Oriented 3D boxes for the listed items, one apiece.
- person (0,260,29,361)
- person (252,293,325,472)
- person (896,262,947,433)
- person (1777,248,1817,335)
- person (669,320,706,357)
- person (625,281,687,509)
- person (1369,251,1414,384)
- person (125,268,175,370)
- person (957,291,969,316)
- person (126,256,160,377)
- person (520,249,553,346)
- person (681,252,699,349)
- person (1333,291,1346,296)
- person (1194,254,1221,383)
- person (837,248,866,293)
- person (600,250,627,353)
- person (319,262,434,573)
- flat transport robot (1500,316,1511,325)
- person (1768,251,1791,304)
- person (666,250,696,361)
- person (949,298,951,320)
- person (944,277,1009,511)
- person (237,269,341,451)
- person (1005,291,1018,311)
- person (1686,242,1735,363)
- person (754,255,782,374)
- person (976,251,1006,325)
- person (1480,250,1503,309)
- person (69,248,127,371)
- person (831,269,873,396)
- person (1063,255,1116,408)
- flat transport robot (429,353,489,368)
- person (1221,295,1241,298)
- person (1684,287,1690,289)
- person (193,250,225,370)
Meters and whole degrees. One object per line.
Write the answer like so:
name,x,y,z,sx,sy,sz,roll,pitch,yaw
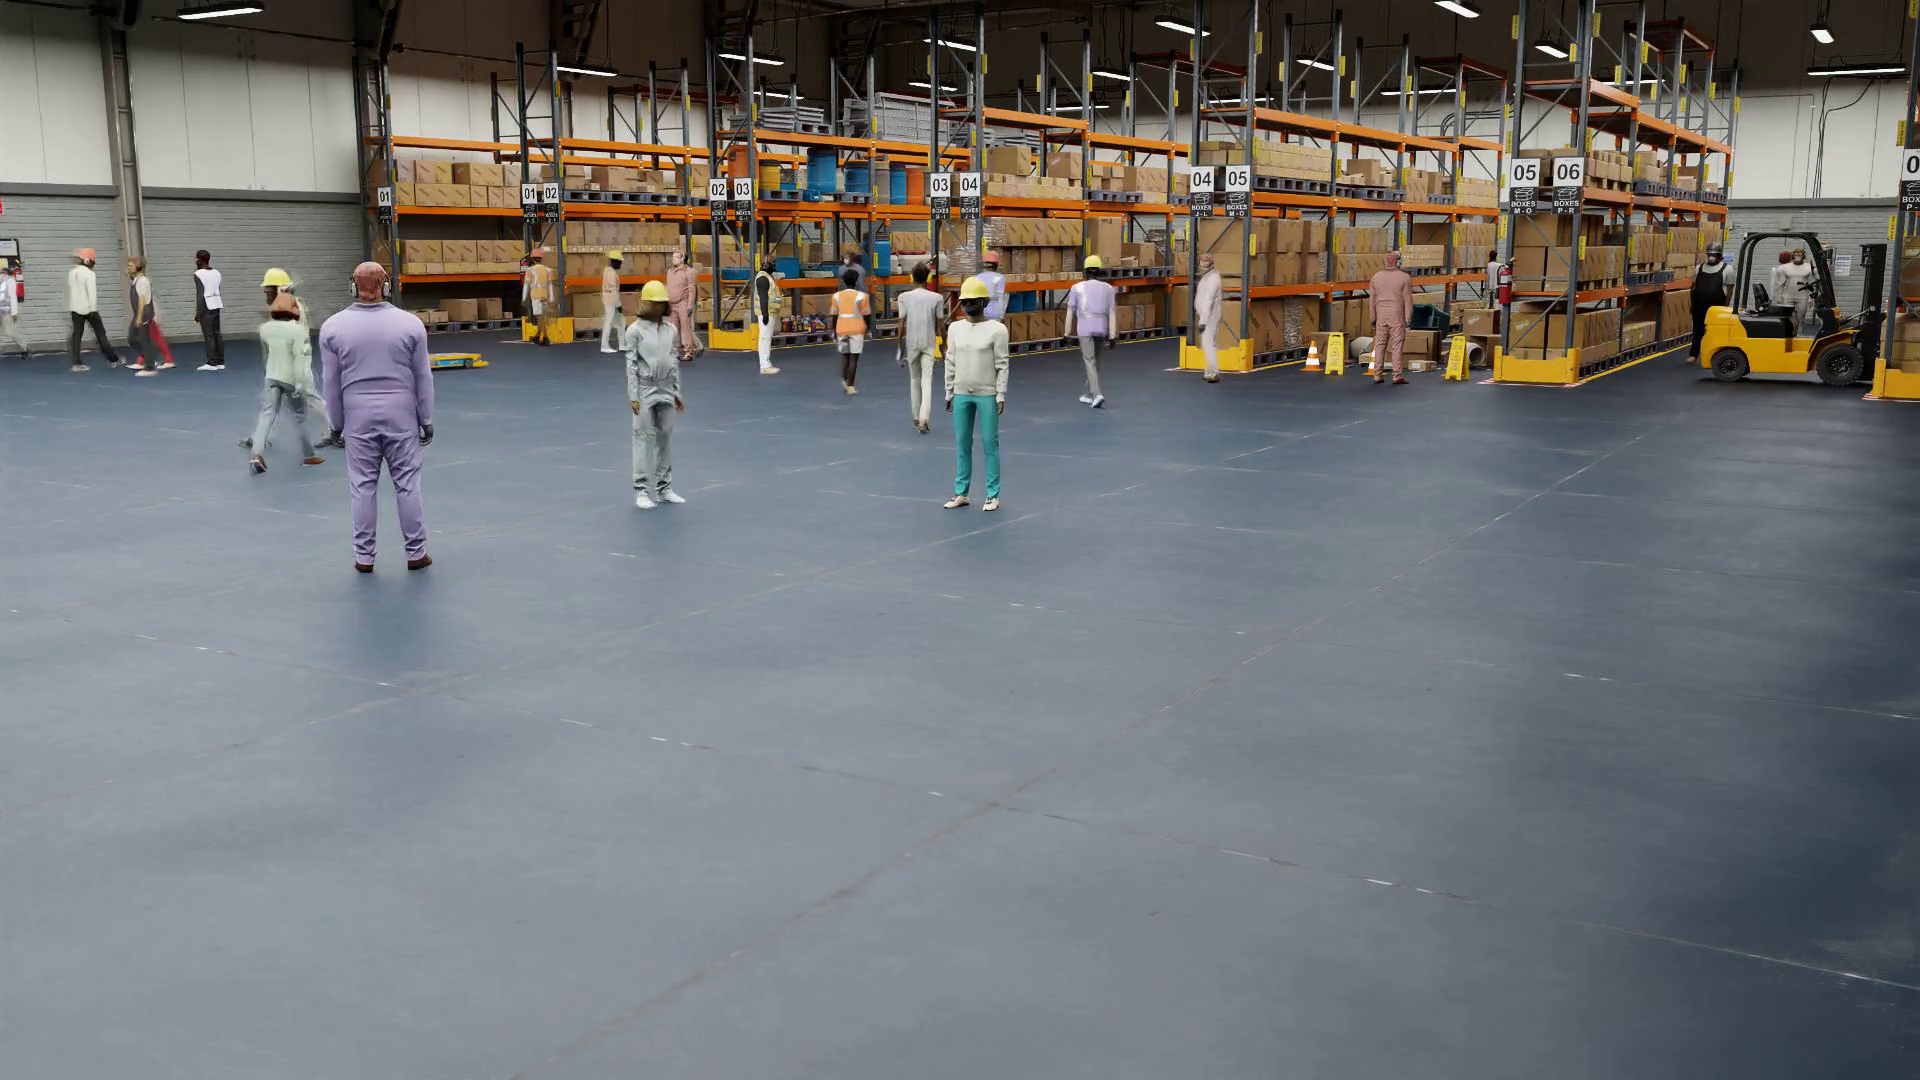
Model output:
person,-16.069,-3.854,27.946,0.598,1.814,0.725,1,10,4
person,-6.079,-1.412,14.863,0.509,1.593,0.856,3,10,15
person,-0.411,-2.076,17.938,0.547,1.829,0.974,1,10,3
person,15.715,-4.519,31.291,0.638,1.937,0.356,6,12,30
person,-4.919,-4.006,29.404,0.847,1.594,0.514,-5,11,-28
person,-2.335,-1.116,12.800,0.352,1.735,0.522,9,14,41
person,6.229,-3.195,23.968,0.652,1.904,0.405,8,13,40
person,-13.045,-3.574,26.628,0.830,1.712,0.535,-9,13,-40
person,0.252,-4.868,32.945,0.615,2.042,0.375,3,10,15
person,-12.446,-3.381,25.224,0.402,1.830,0.518,-8,13,-39
person,-8.407,-4.792,32.954,0.957,1.891,0.568,9,13,40
person,-5.272,-4.575,31.848,0.537,1.850,0.389,-2,10,-11
person,8.674,-5.638,38.290,0.538,1.669,0.528,5,11,28
person,3.611,-3.231,24.288,0.395,1.874,0.743,2,10,10
person,-1.976,-4.458,30.990,0.646,1.926,0.576,6,12,31
person,-6.314,-4.397,30.701,0.777,1.892,0.631,-2,10,-12
person,-3.569,-0.749,10.256,0.644,1.909,0.409,-3,10,-15
flat transport robot,13.343,-5.392,40.846,0.652,0.197,1.431,5,11,28
person,17.212,-5.101,34.754,0.595,1.863,0.549,2,10,11
person,-4.838,-4.032,28.634,0.643,1.913,0.411,7,12,33
person,0.044,-6.607,43.085,0.661,1.897,0.957,9,14,42
person,0.116,-1.100,12.625,0.526,1.768,0.314,5,11,25
person,-6.530,-1.737,16.174,0.961,1.780,0.587,-8,13,-37
person,0.998,-5.598,37.705,0.649,1.813,0.808,7,12,32
person,12.604,-3.978,27.971,0.681,2.000,0.538,8,13,38
person,-2.992,-3.519,25.960,0.430,1.844,0.624,0,10,1
person,0.432,-3.541,25.909,0.548,1.918,0.768,6,12,30
person,12.575,-5.916,39.343,0.510,1.860,0.334,3,10,14
person,-13.900,-3.686,26.623,0.608,1.925,1.019,4,11,21
person,-1.423,-2.777,22.287,0.540,1.675,0.643,4,11,21
person,1.659,-2.591,20.671,0.592,1.883,0.962,-4,11,-20
flat transport robot,-8.392,-2.884,26.801,0.652,0.197,1.431,8,13,37
person,5.922,-5.282,35.915,0.741,1.806,0.623,7,12,34
person,17.343,-5.886,39.001,0.610,1.919,0.974,-5,12,-28
person,-12.057,-3.681,26.688,0.399,1.927,0.601,1,10,7
